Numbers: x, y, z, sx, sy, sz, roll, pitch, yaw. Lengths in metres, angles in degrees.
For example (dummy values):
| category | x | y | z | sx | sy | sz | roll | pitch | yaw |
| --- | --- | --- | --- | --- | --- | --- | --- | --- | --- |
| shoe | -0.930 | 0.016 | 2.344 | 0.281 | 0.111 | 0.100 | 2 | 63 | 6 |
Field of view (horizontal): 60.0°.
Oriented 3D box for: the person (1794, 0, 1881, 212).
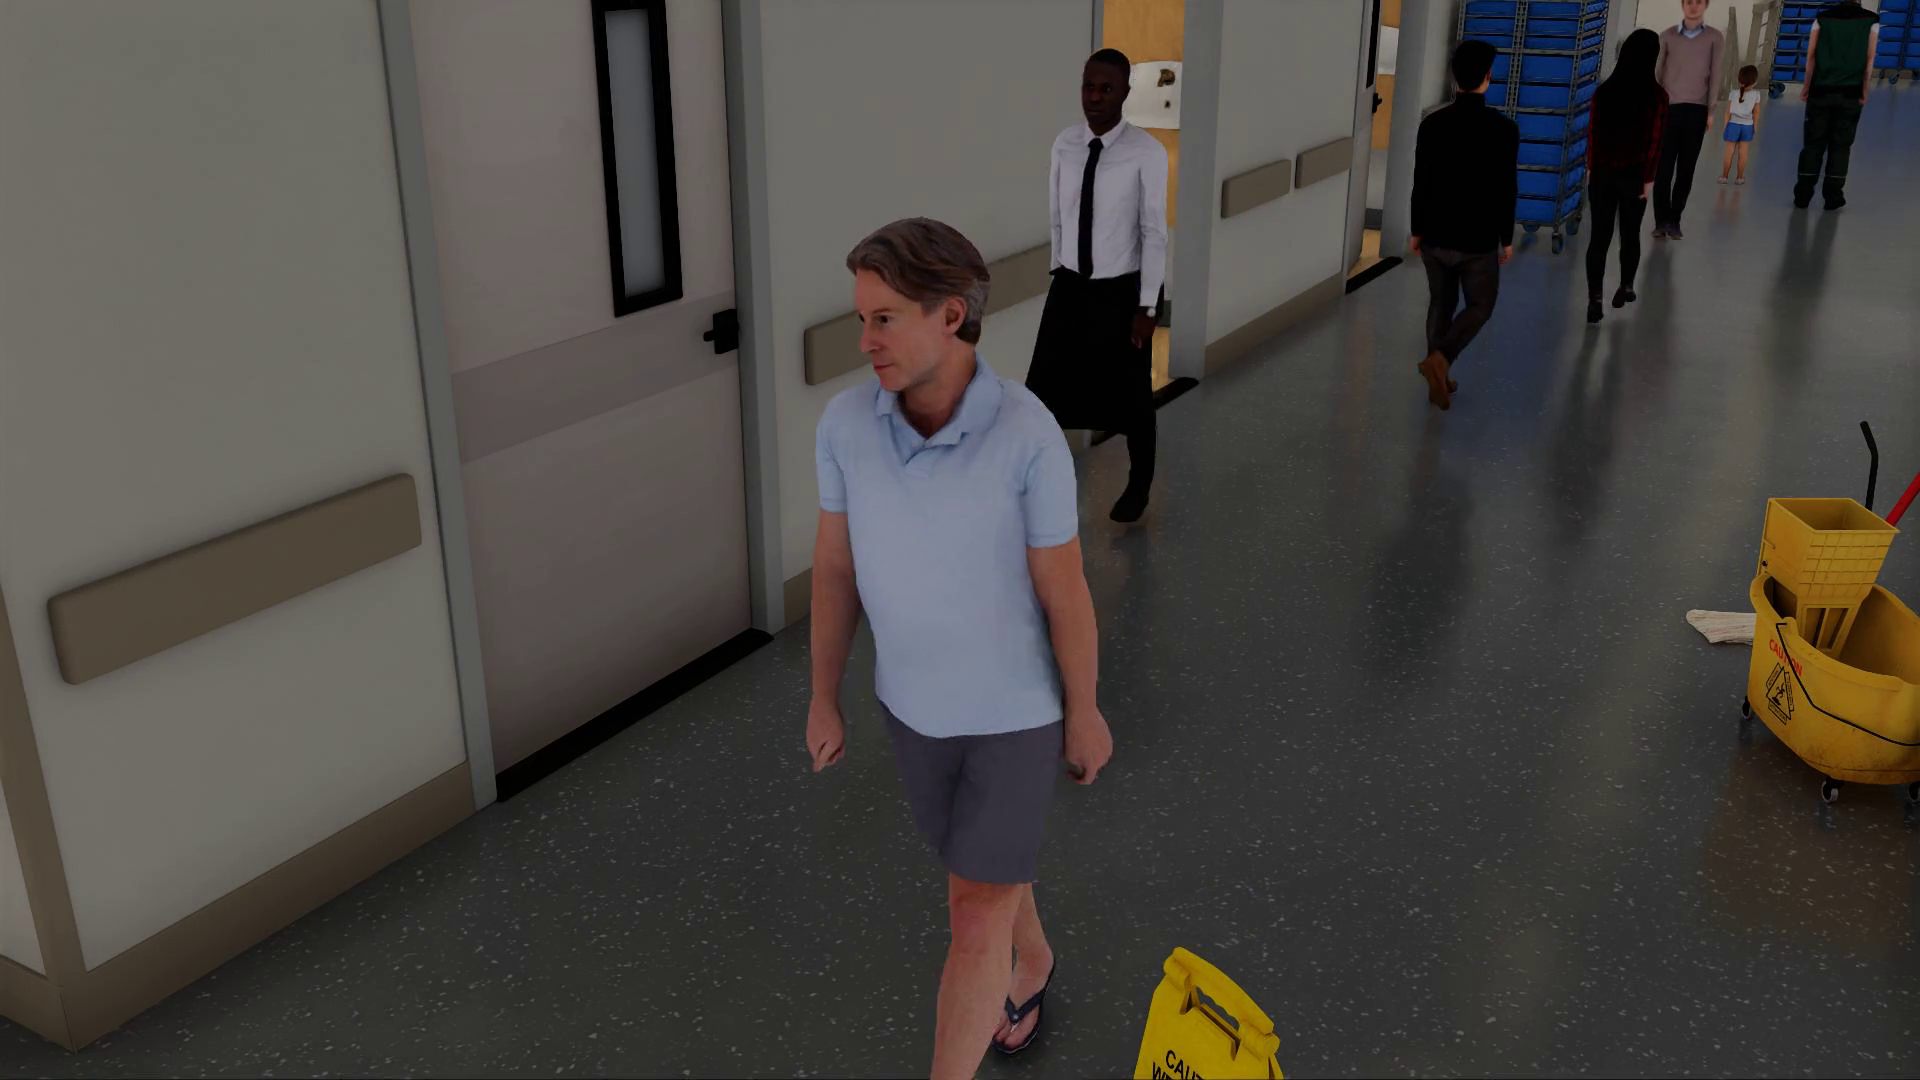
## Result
| category | x | y | z | sx | sy | sz | roll | pitch | yaw |
| --- | --- | --- | --- | --- | --- | --- | --- | --- | --- |
| person | 6.989 | -3.588 | 13.274 | 0.635 | 1.842 | 0.555 | 12 | 24 | 29 |

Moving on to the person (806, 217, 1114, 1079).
| category | x | y | z | sx | sy | sz | roll | pitch | yaw |
| --- | --- | --- | --- | --- | --- | --- | --- | --- | --- |
| person | 0.082 | 0.280 | 3.139 | 0.708 | 1.791 | 1.142 | 11 | 23 | 26 |

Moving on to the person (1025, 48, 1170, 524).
| category | x | y | z | sx | sy | sz | roll | pitch | yaw |
| --- | --- | --- | --- | --- | --- | --- | --- | --- | --- |
| person | 0.586 | -0.861 | 6.164 | 0.676 | 1.783 | 1.213 | 13 | 24 | 30 |

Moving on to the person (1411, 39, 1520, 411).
| category | x | y | z | sx | sy | sz | roll | pitch | yaw |
| --- | --- | --- | --- | --- | --- | --- | --- | --- | --- |
| person | 2.333 | -1.440 | 7.799 | 0.736 | 1.708 | 0.909 | 16 | 26 | 36 |

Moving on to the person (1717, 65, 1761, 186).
| category | x | y | z | sx | sy | sz | roll | pitch | yaw |
| --- | --- | --- | --- | --- | --- | --- | --- | --- | --- |
| person | 6.840 | -3.641 | 14.583 | 0.438 | 1.019 | 0.450 | 8 | 22 | 21 |

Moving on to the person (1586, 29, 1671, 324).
| category | x | y | z | sx | sy | sz | roll | pitch | yaw |
| --- | --- | --- | --- | --- | --- | --- | --- | --- | --- |
| person | 3.736 | -2.040 | 9.492 | 0.615 | 1.630 | 0.906 | 12 | 24 | 29 |

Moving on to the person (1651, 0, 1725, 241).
| category | x | y | z | sx | sy | sz | roll | pitch | yaw |
| --- | --- | --- | --- | --- | --- | --- | --- | --- | --- |
| person | 5.209 | -3.085 | 12.022 | 0.693 | 1.792 | 0.751 | 8 | 22 | 20 |
